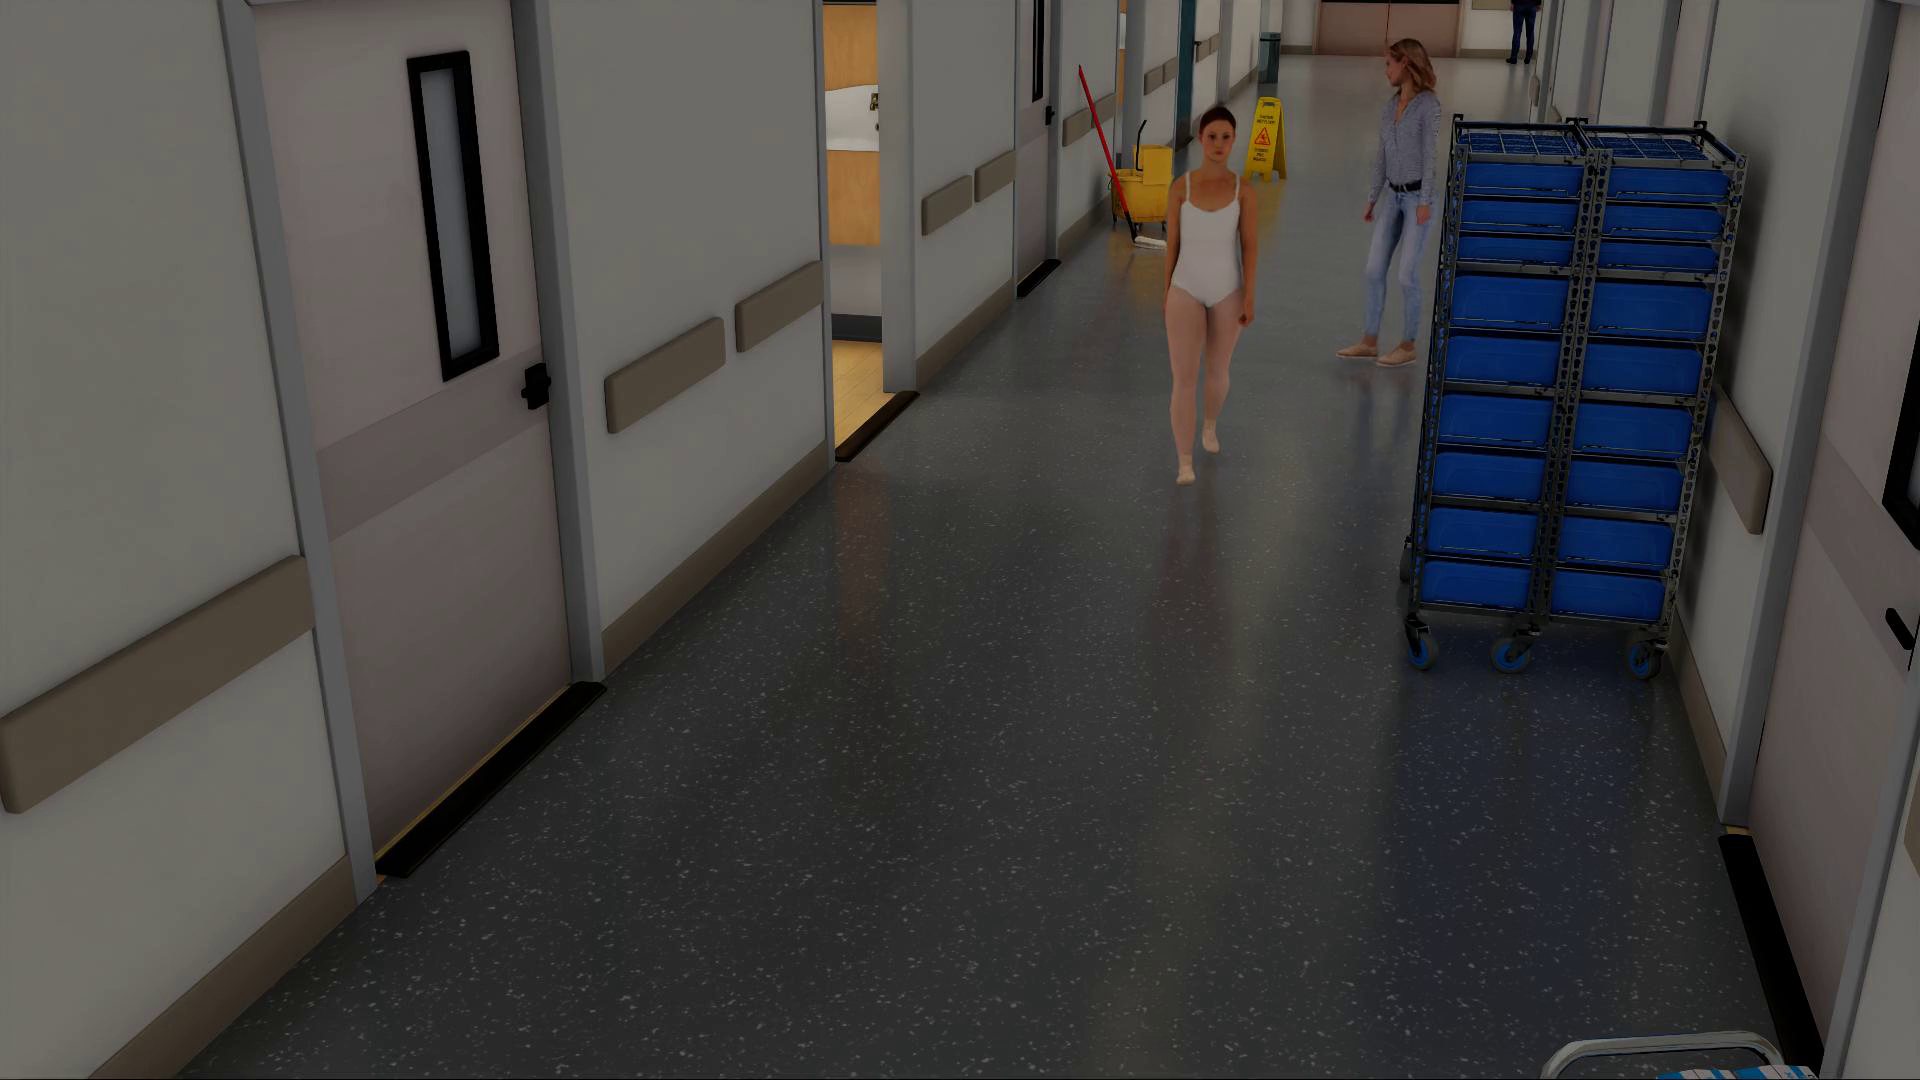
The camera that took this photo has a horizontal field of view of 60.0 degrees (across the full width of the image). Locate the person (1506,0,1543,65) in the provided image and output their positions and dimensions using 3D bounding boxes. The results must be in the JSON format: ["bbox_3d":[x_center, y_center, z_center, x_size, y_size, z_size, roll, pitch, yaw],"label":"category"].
[{"bbox_3d":[9.412,-8.906,27.656,0.734,1.894,0.664,0,21,0],"label":"person"}]

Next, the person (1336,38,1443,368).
[{"bbox_3d":[2.442,-1.818,9.122,0.825,1.767,0.763,-16,26,-36],"label":"person"}]

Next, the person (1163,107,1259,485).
[{"bbox_3d":[1.100,-1.076,7.408,0.674,1.592,1.110,2,21,4],"label":"person"}]
